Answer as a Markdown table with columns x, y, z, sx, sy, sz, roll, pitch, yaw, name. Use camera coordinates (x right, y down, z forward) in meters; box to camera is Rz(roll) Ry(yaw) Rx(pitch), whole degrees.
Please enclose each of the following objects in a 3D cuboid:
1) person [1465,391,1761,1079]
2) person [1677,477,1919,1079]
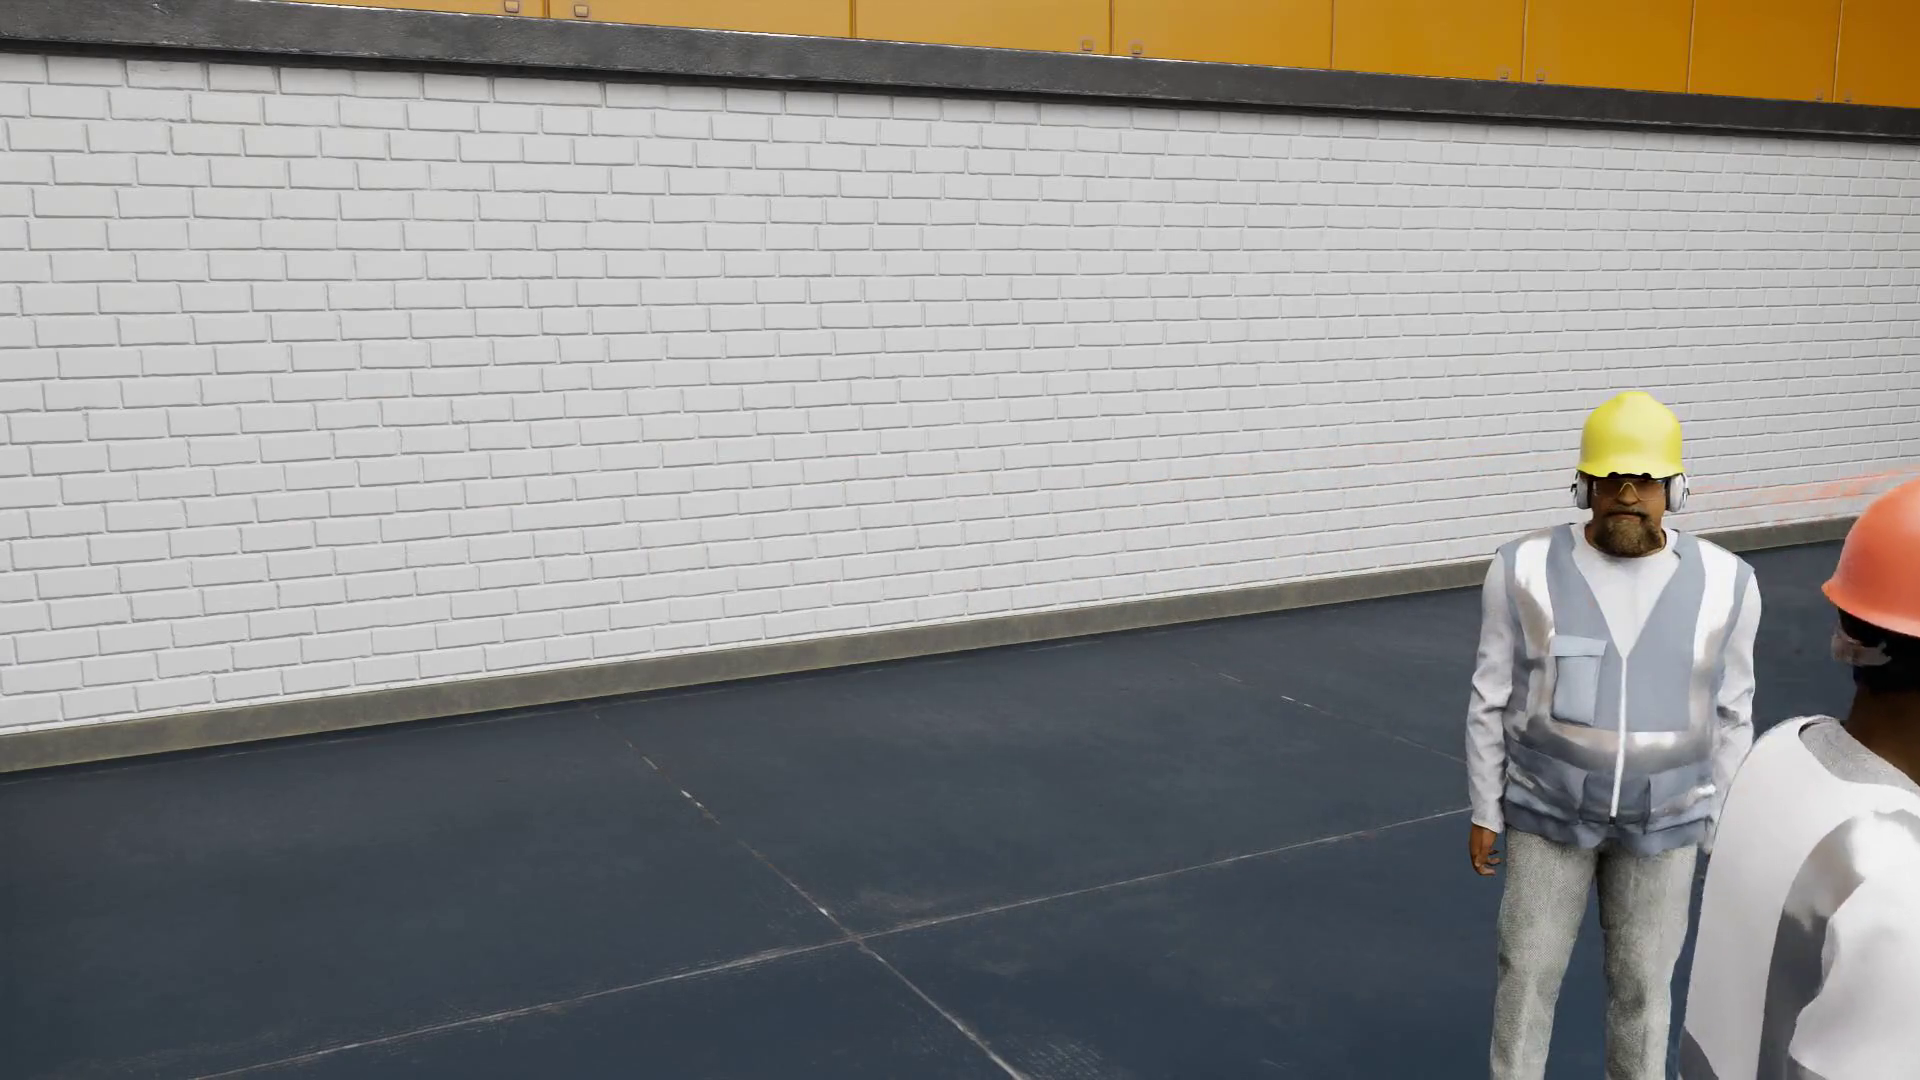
| x | y | z | sx | sy | sz | roll | pitch | yaw | name |
| --- | --- | --- | --- | --- | --- | --- | --- | --- | --- |
| 1.407 | 0.591 | 3.639 | 0.590 | 1.833 | 0.404 | 3 | 10 | 14 | person |
| 0.938 | 0.844 | 1.979 | 0.806 | 1.911 | 0.544 | 1 | 10 | 7 | person |
